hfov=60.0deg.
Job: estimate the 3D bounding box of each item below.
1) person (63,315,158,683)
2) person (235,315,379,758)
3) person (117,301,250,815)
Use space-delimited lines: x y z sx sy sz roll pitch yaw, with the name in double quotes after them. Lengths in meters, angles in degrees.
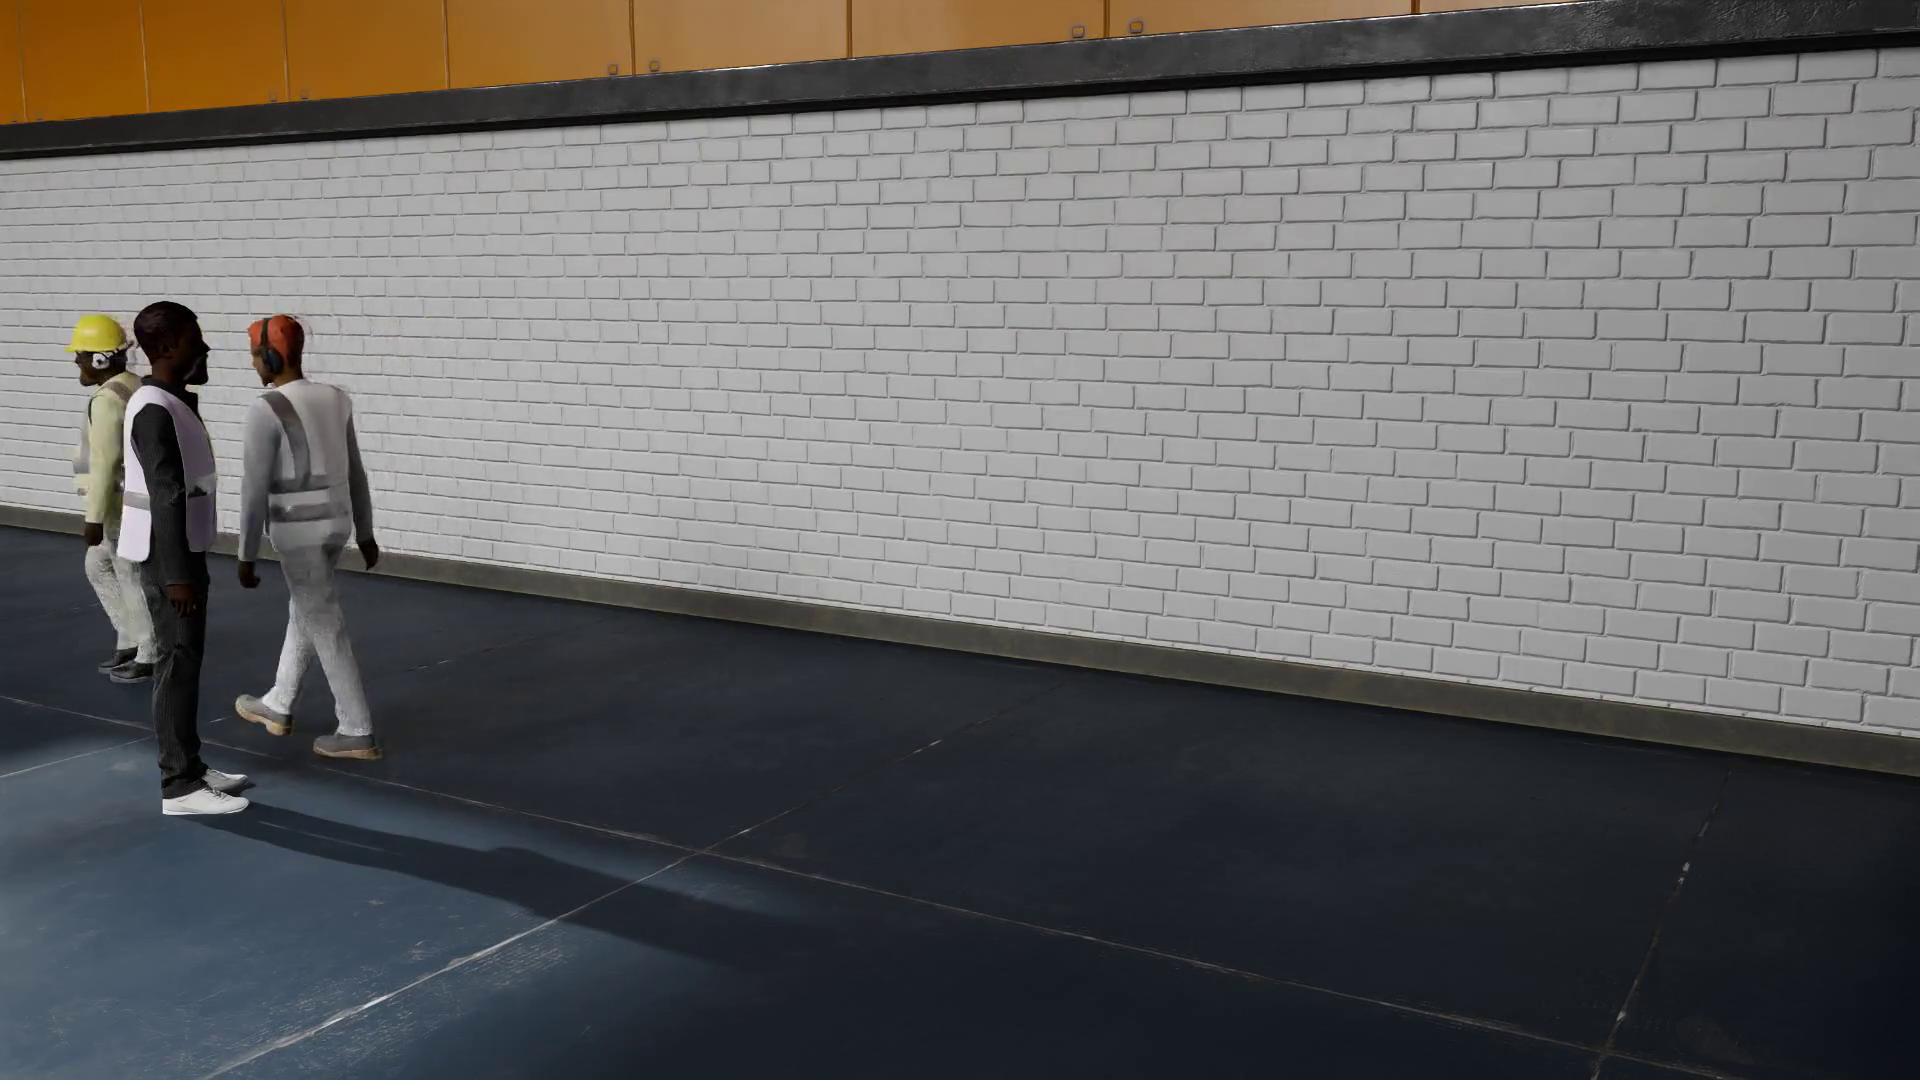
-4.164 -0.186 8.149 0.521 1.816 0.607 -2 9 -14 "person"
-2.844 -0.009 6.990 0.925 1.842 0.603 3 10 17 "person"
-2.944 0.070 6.256 0.392 1.922 0.591 -4 10 -22 "person"
